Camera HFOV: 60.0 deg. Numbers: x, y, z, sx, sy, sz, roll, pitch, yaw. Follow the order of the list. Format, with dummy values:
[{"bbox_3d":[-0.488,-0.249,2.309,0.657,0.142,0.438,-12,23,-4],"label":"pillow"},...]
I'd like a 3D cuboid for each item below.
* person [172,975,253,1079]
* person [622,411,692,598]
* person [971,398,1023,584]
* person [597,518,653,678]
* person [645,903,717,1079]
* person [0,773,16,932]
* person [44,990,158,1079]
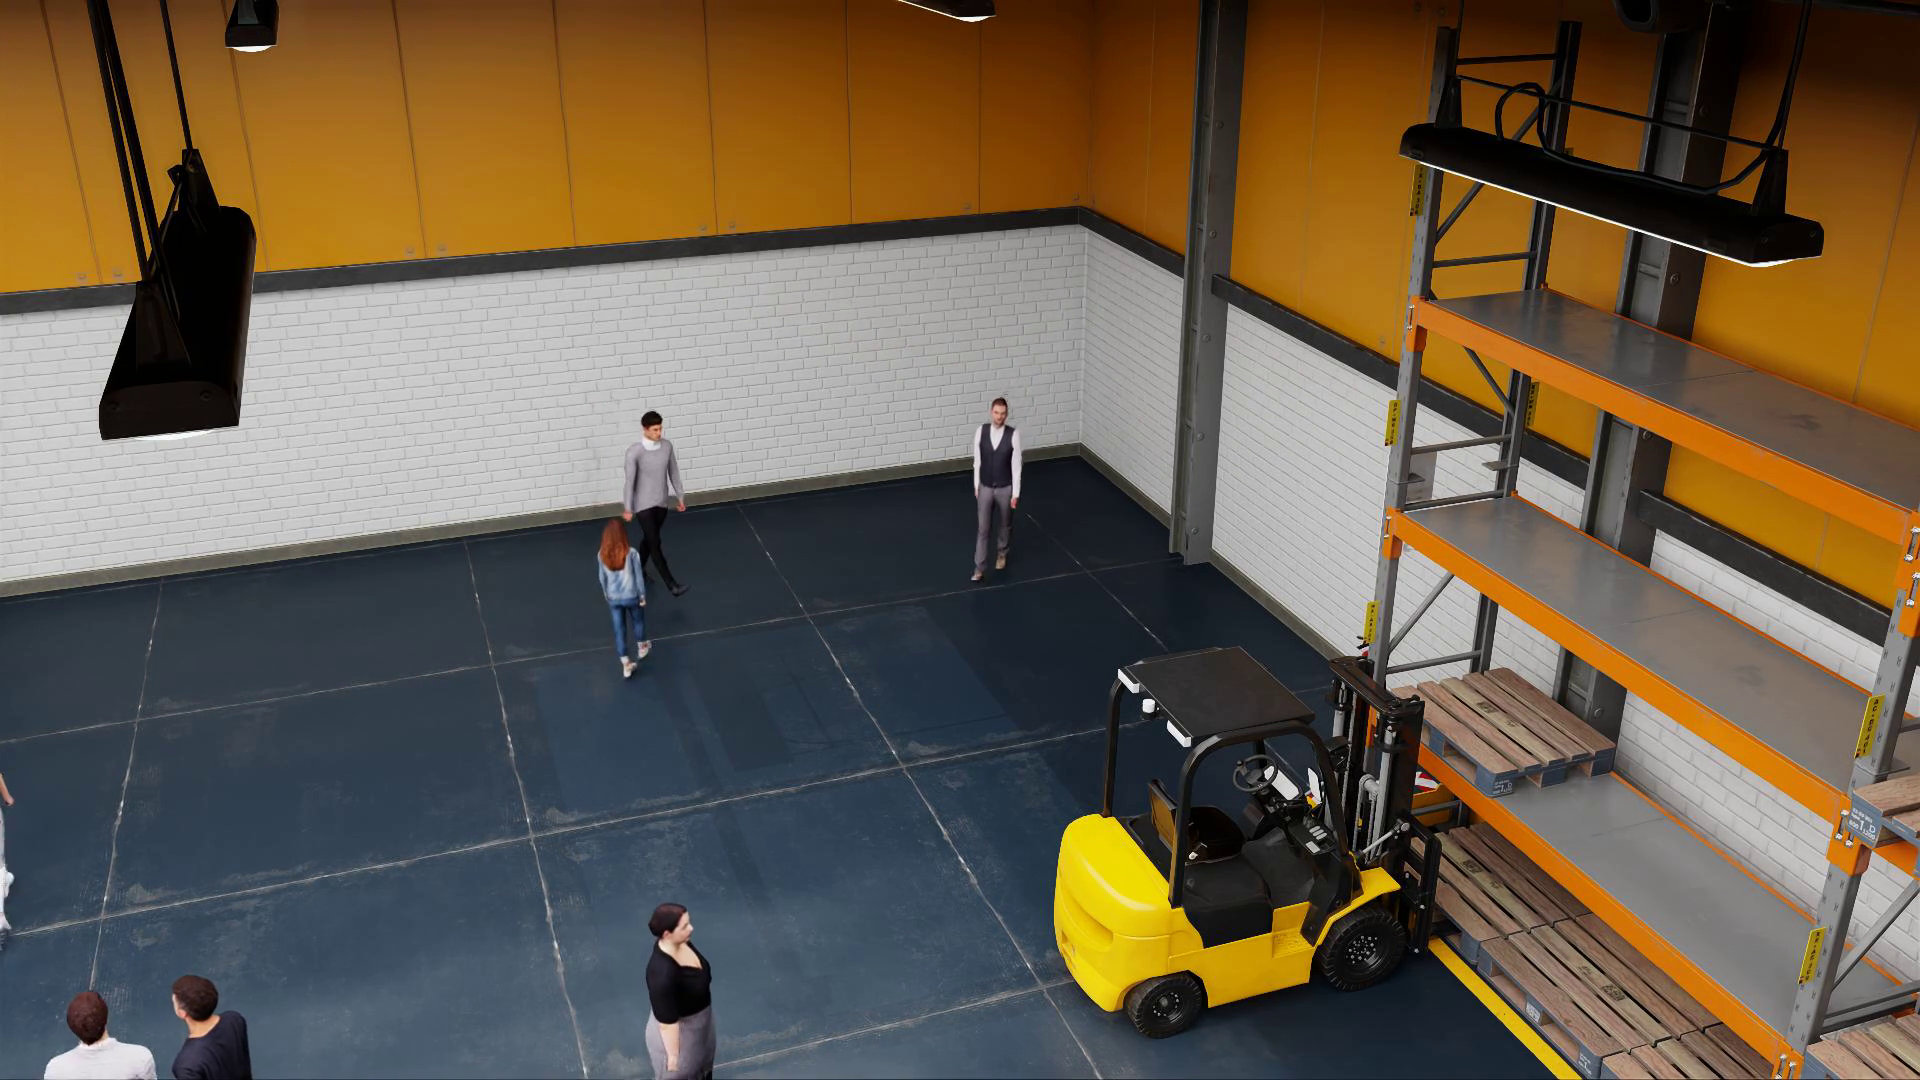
[{"bbox_3d":[-3.819,3.049,8.676,0.781,1.870,0.680,6,24,13],"label":"person"},{"bbox_3d":[-3.127,-0.374,16.511,1.345,1.867,1.158,19,30,37],"label":"person"},{"bbox_3d":[0.404,-0.553,16.884,1.080,1.896,1.295,5,24,12],"label":"person"},{"bbox_3d":[-3.041,0.546,14.914,0.760,1.460,0.920,1,24,3],"label":"person"},{"bbox_3d":[-1.676,2.803,9.405,0.962,1.738,1.057,1,24,1],"label":"person"},{"bbox_3d":[-6.793,1.934,11.473,0.565,1.672,1.101,-8,25,-17],"label":"person"},{"bbox_3d":[-4.310,3.145,8.501,0.739,1.834,1.014,-6,24,-13],"label":"person"}]
